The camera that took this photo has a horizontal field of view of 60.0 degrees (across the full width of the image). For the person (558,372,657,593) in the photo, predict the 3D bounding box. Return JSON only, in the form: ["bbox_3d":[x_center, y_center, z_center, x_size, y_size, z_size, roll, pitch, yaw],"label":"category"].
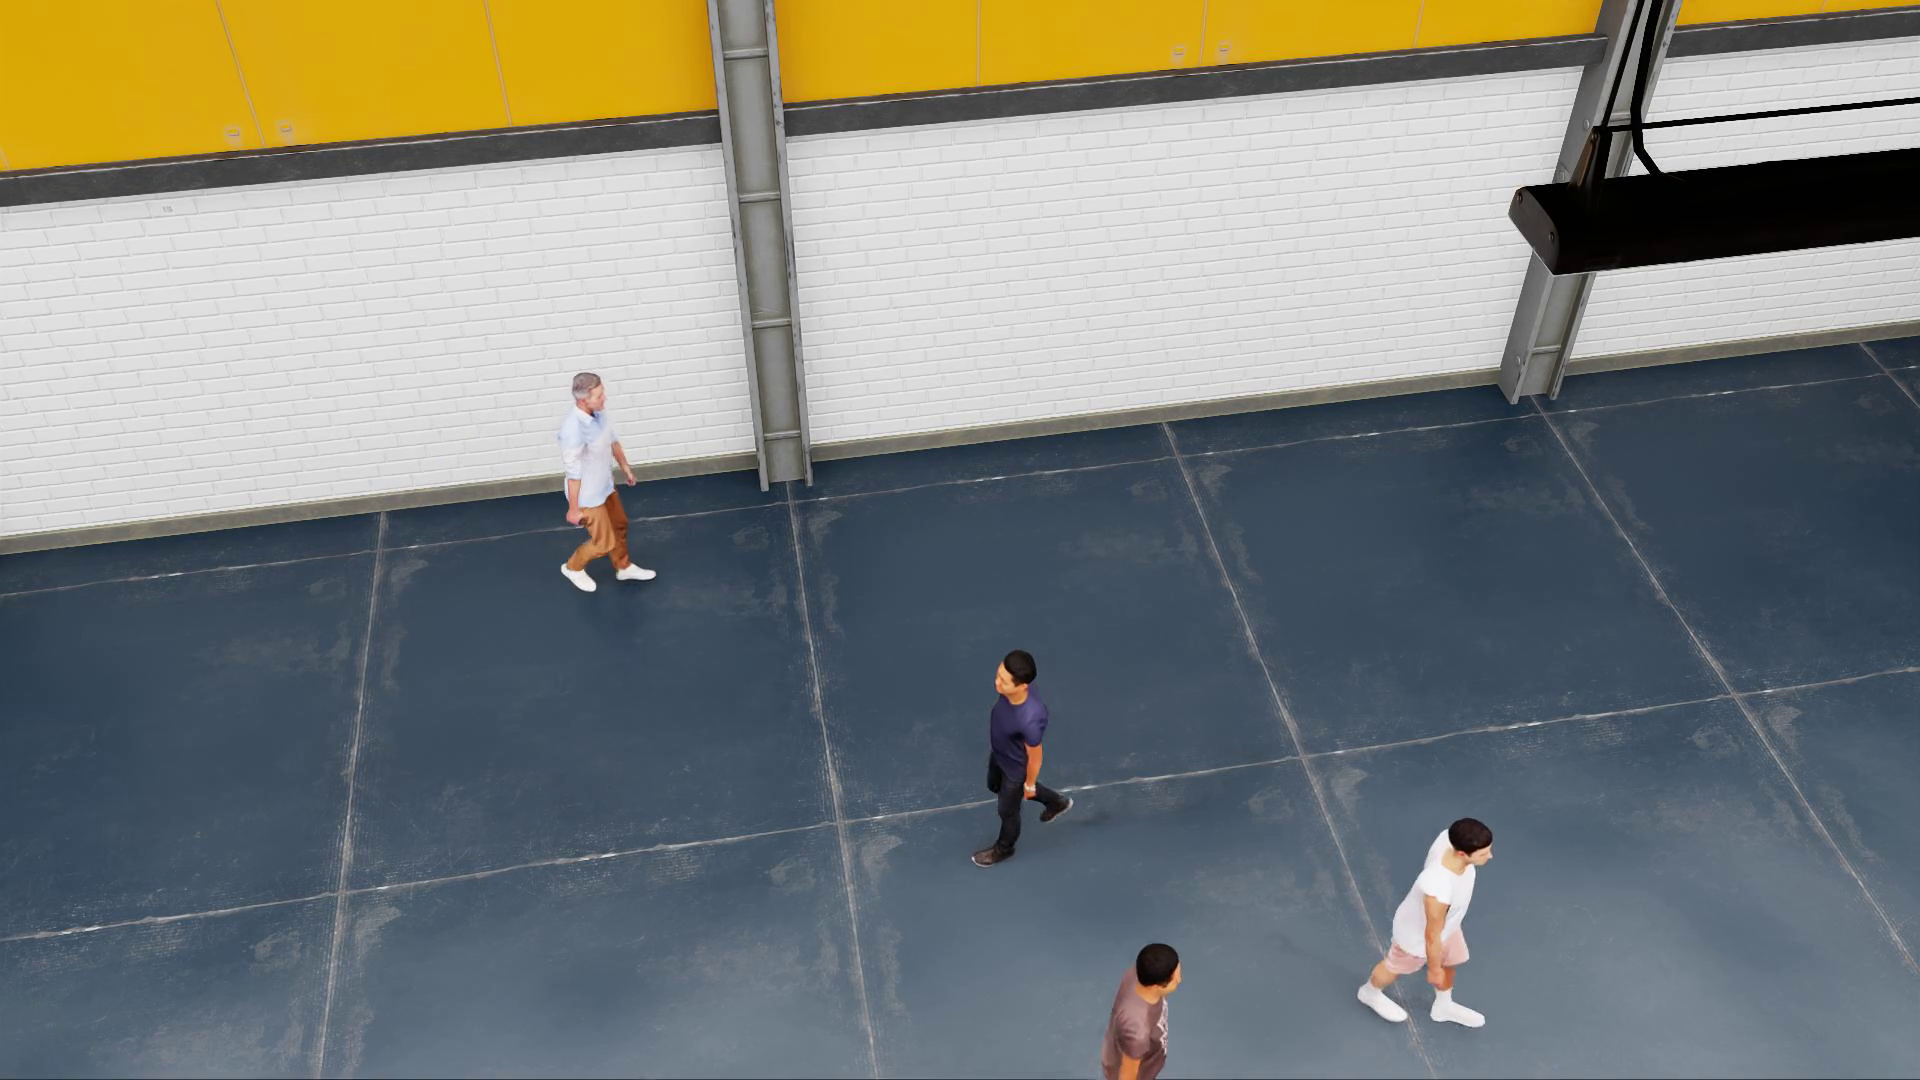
[{"bbox_3d":[-2.475,-0.351,11.214,0.964,1.812,0.877,4,44,4],"label":"person"}]

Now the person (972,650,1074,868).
[{"bbox_3d":[0.394,1.230,9.576,0.927,1.782,0.721,-13,45,-13],"label":"person"}]

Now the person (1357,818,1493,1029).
[{"bbox_3d":[2.391,1.989,8.795,1.047,1.760,0.968,22,48,22],"label":"person"}]

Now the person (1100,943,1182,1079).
[{"bbox_3d":[0.758,2.546,8.211,0.749,1.759,0.749,10,44,10],"label":"person"}]
